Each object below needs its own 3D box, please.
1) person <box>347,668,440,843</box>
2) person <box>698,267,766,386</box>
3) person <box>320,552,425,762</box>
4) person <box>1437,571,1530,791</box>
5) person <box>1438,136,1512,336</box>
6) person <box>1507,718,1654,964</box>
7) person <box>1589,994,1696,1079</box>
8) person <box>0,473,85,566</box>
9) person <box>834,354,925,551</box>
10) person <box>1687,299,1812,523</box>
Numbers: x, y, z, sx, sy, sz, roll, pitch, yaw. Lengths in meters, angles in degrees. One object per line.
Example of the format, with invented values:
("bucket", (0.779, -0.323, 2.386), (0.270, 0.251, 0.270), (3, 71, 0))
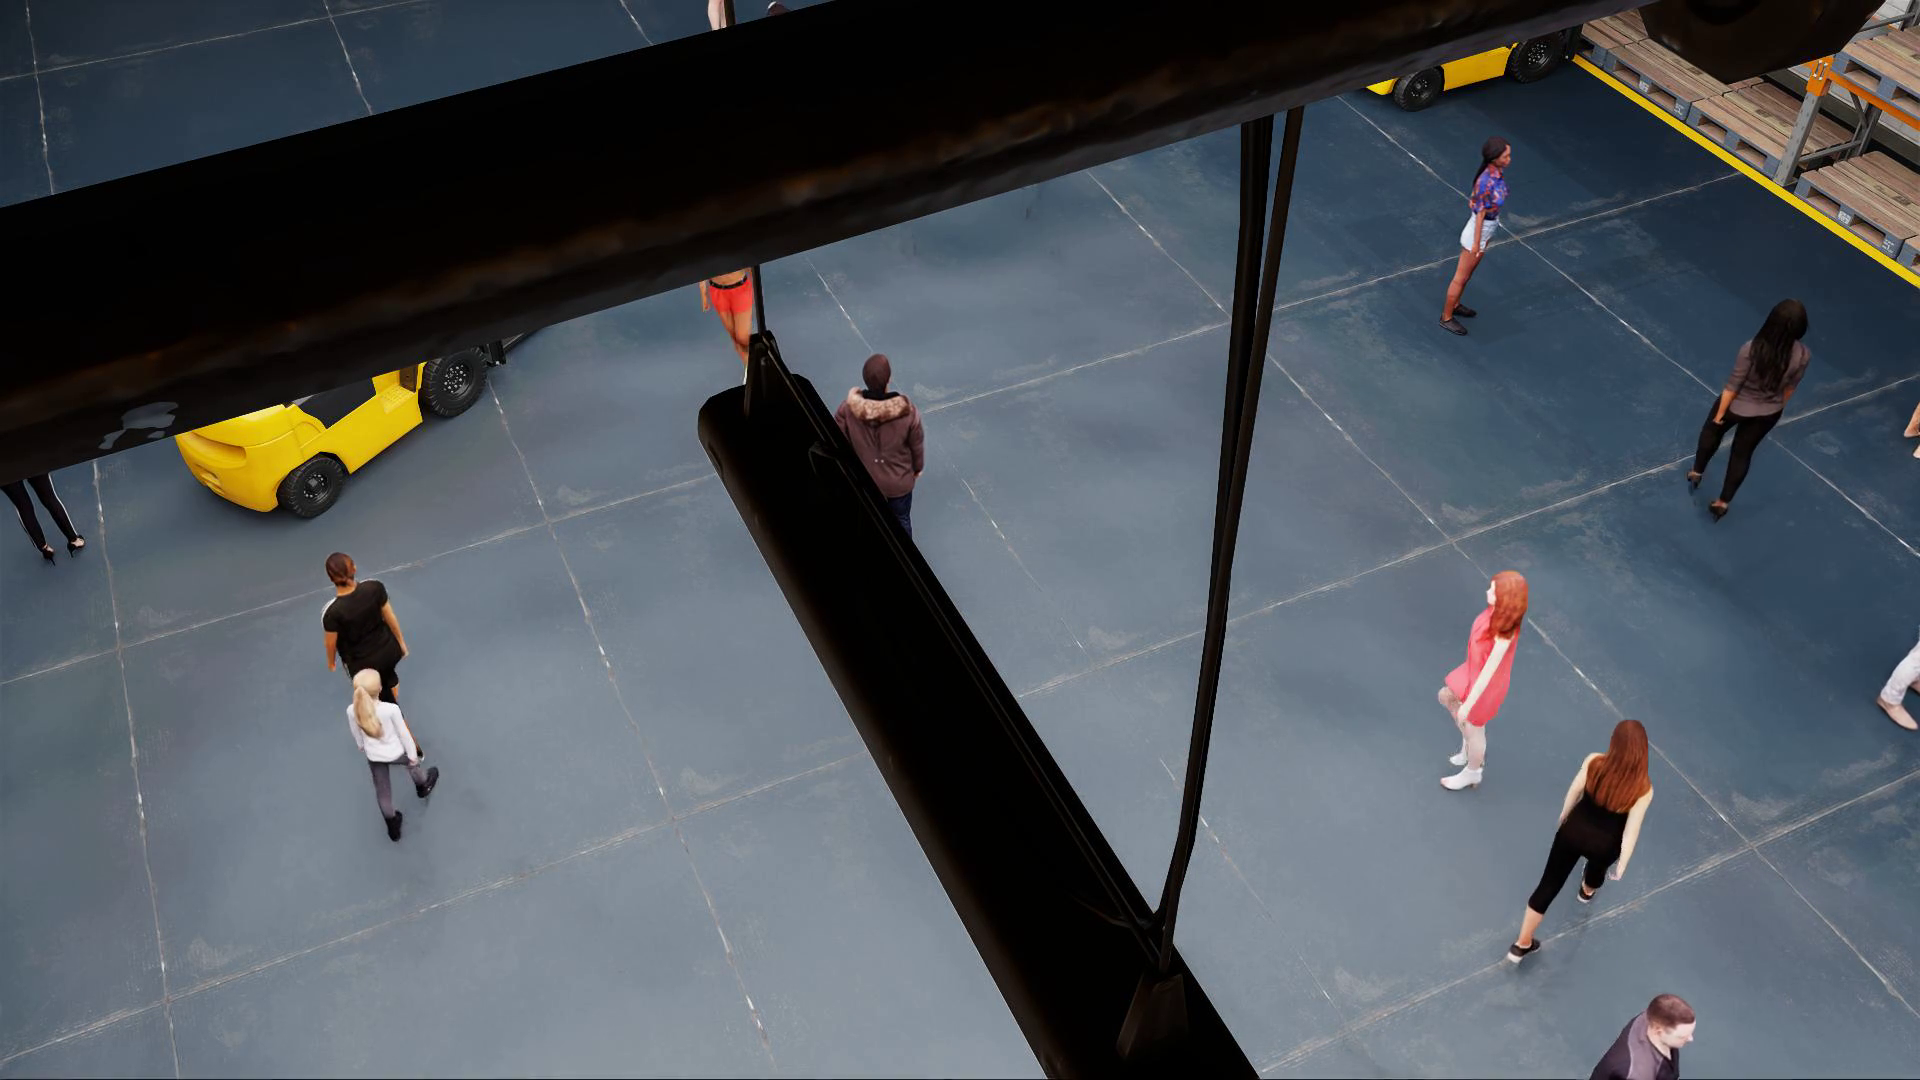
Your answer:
("person", (-3.429, 1.317, 9.917), (0.718, 1.253, 0.860), (-1, 44, -1))
("person", (-1.787, -1.975, 13.005), (0.768, 1.760, 0.789), (0, 44, 1))
("person", (-3.564, 0.762, 10.217), (1.007, 1.643, 0.833), (28, 50, 26))
("person", (3.230, 0.882, 9.968), (0.793, 1.813, 0.712), (5, 44, 6))
("person", (4.225, -2.507, 13.576), (0.704, 1.743, 0.670), (19, 47, 19))
("person", (3.426, 1.721, 9.181), (1.177, 1.683, 1.007), (34, 53, 31))
("person", (3.082, 2.719, 8.036), (1.134, 1.819, 0.982), (26, 49, 25))
("person", (-6.536, -0.516, 11.513), (0.592, 1.706, 0.509), (-17, 46, -17))
("person", (-0.527, -0.486, 11.380), (0.873, 1.845, 0.883), (5, 44, 5))
("person", (5.606, -0.845, 11.777), (0.874, 1.818, 0.952), (7, 44, 7))
